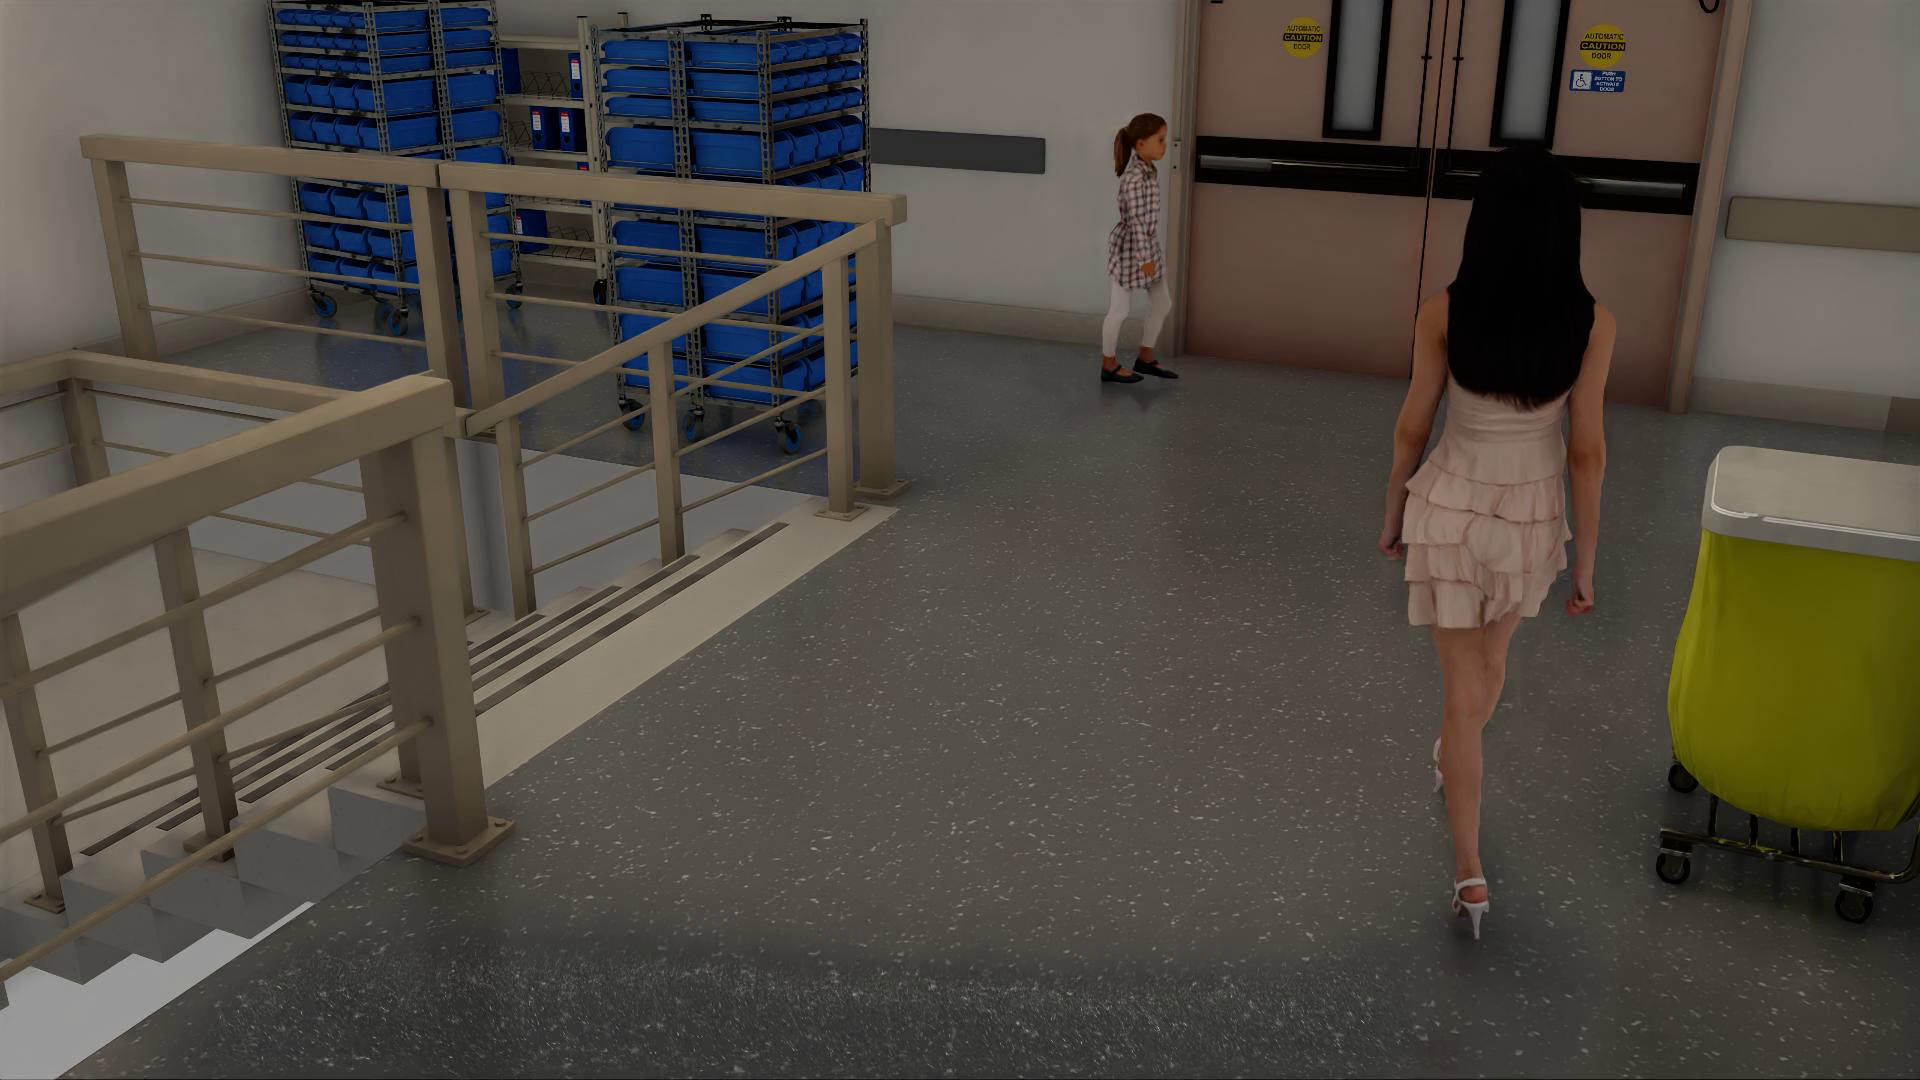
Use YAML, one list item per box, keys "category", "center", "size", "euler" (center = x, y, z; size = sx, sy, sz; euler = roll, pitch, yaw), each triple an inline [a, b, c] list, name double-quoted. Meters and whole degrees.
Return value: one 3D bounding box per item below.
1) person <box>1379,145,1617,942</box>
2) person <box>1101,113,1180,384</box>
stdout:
- category: "person"
  center: [1.142, 0.064, 3.599]
  size: [1.015, 1.692, 0.817]
  euler: [4, 21, 12]
- category: "person"
  center: [0.777, -1.393, 8.006]
  size: [0.610, 1.295, 0.569]
  euler: [14, 25, 32]
